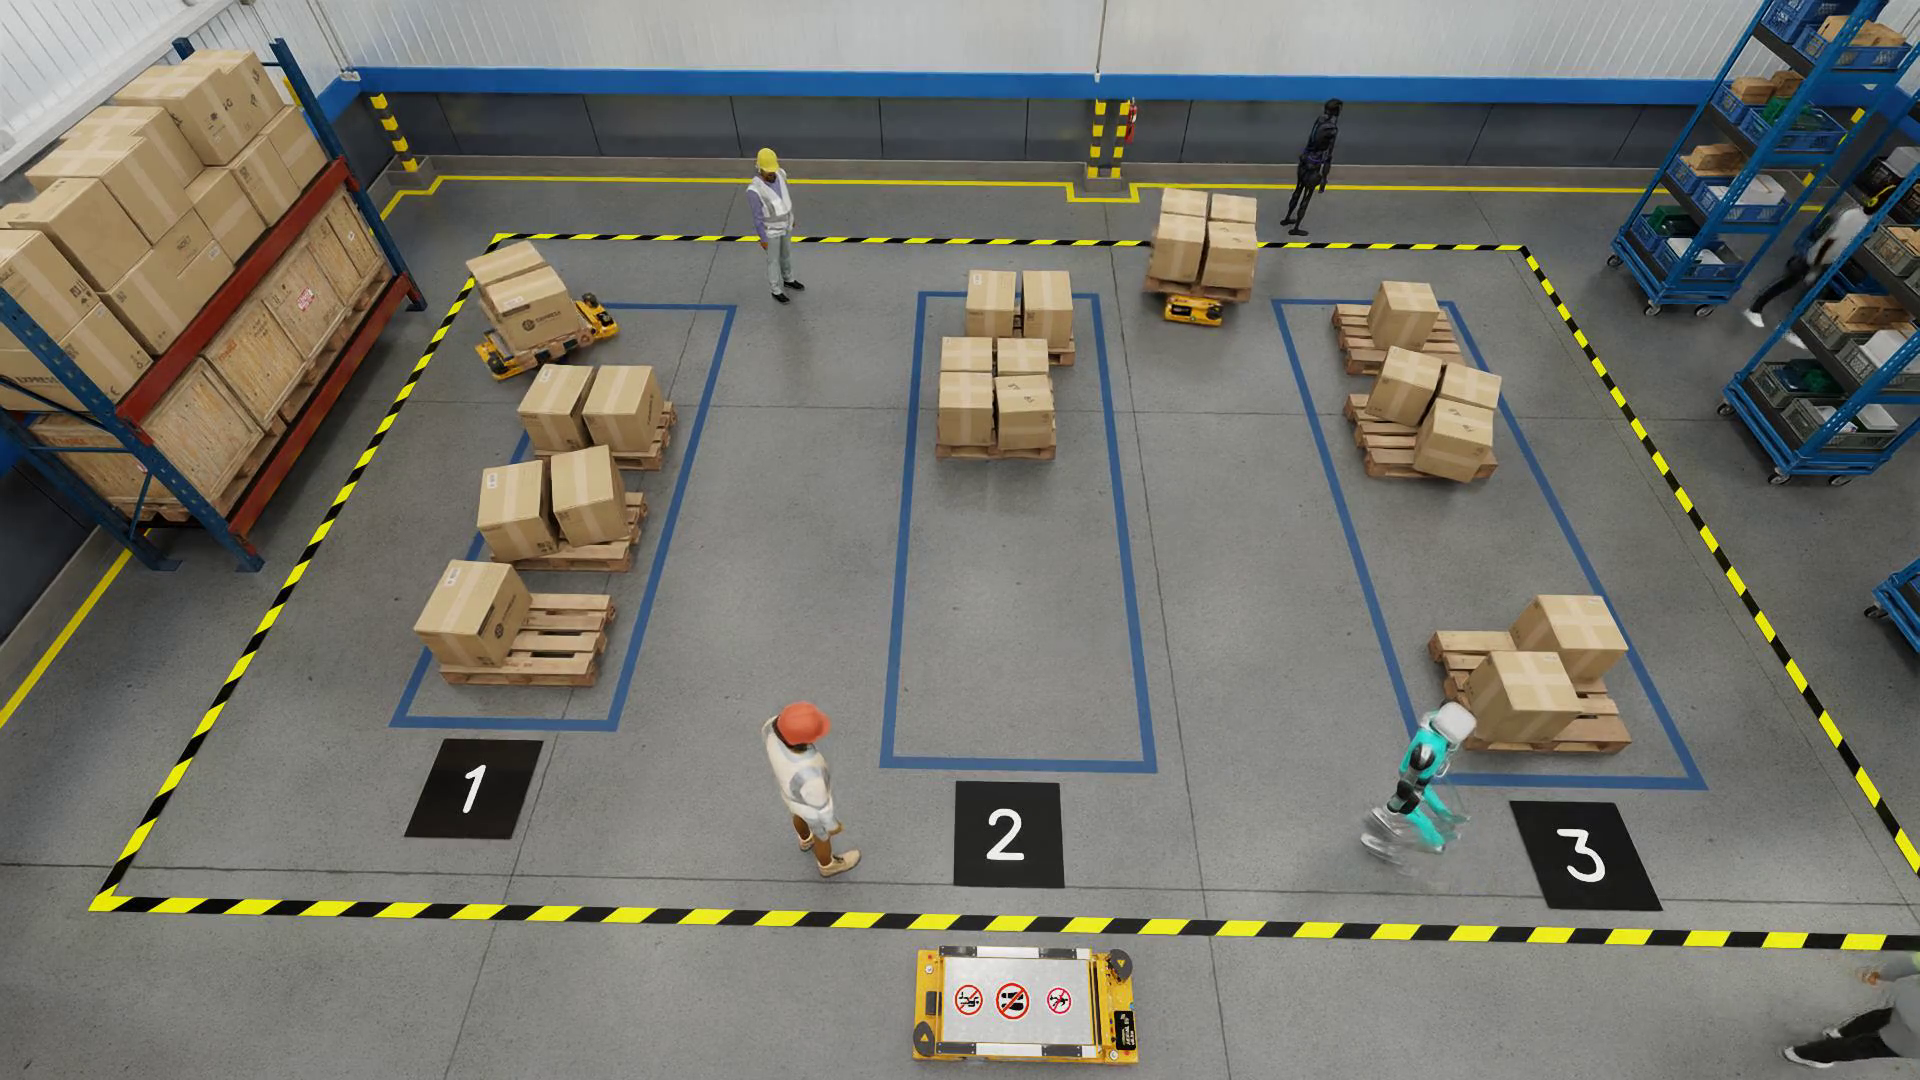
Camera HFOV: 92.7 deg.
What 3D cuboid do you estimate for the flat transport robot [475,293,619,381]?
[{"bbox_3d":[-4.682,-2.322,10.361,1.431,0.197,0.652,-31,57,-23],"label":"flat transport robot"}]

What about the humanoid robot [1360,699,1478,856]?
[{"bbox_3d":[3.166,1.697,6.068,0.735,1.677,0.533,34,58,25],"label":"humanoid robot"}]

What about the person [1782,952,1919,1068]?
[{"bbox_3d":[5.645,2.751,5.236,0.731,1.825,0.602,4,51,4],"label":"person"}]

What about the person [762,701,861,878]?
[{"bbox_3d":[-0.963,1.636,6.017,0.401,2.029,0.611,-31,57,-23],"label":"person"}]

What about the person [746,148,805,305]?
[{"bbox_3d":[-2.070,-3.557,10.378,0.403,1.827,0.594,24,55,18],"label":"person"}]

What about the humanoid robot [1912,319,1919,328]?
[{"bbox_3d":[10.506,-2.562,9.659,0.315,1.653,0.599,21,54,16],"label":"humanoid robot"}]

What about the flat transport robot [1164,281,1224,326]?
[{"bbox_3d":[2.837,-3.121,11.012,0.652,0.197,1.431,9,51,7],"label":"flat transport robot"}]

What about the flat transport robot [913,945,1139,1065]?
[{"bbox_3d":[0.422,3.041,6.007,1.431,0.231,0.659,1,51,1],"label":"flat transport robot"}]

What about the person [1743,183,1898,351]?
[{"bbox_3d":[9.351,-2.933,9.871,0.527,1.829,0.916,-7,51,-6],"label":"person"}]

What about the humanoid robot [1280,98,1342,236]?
[{"bbox_3d":[4.365,-4.616,11.328,0.315,1.659,0.599,-7,51,-6],"label":"humanoid robot"}]
